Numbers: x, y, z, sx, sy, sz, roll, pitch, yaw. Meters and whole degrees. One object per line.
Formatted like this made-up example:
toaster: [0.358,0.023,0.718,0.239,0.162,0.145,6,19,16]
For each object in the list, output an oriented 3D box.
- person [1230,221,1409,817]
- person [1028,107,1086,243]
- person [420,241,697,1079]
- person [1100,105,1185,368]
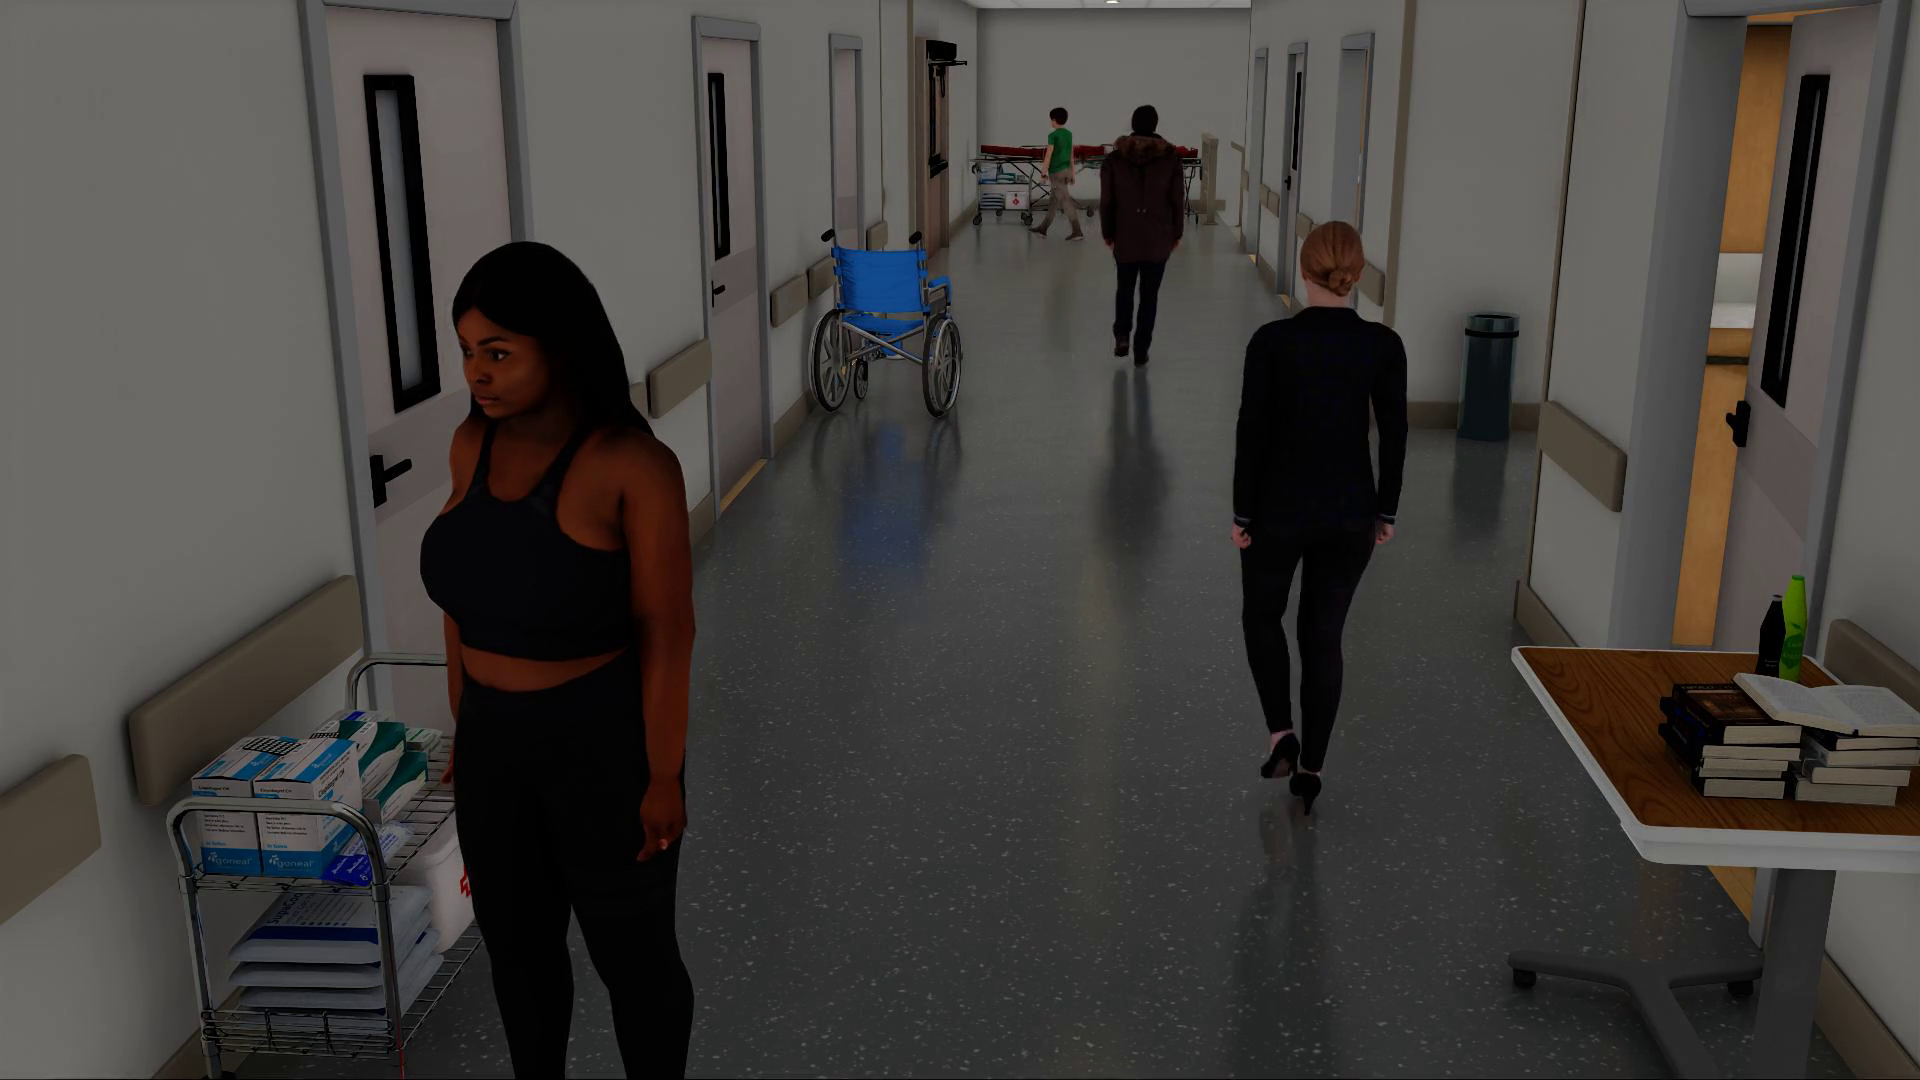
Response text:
person: [0.985,-0.016,4.597,0.649,1.674,0.586,0,16,1]
person: [1.301,-4.470,20.512,1.095,1.611,1.133,13,20,39]
person: [-0.699,0.373,2.958,0.751,1.814,0.736,7,17,24]
person: [1.292,-2.146,11.856,0.797,1.834,0.772,4,16,13]
